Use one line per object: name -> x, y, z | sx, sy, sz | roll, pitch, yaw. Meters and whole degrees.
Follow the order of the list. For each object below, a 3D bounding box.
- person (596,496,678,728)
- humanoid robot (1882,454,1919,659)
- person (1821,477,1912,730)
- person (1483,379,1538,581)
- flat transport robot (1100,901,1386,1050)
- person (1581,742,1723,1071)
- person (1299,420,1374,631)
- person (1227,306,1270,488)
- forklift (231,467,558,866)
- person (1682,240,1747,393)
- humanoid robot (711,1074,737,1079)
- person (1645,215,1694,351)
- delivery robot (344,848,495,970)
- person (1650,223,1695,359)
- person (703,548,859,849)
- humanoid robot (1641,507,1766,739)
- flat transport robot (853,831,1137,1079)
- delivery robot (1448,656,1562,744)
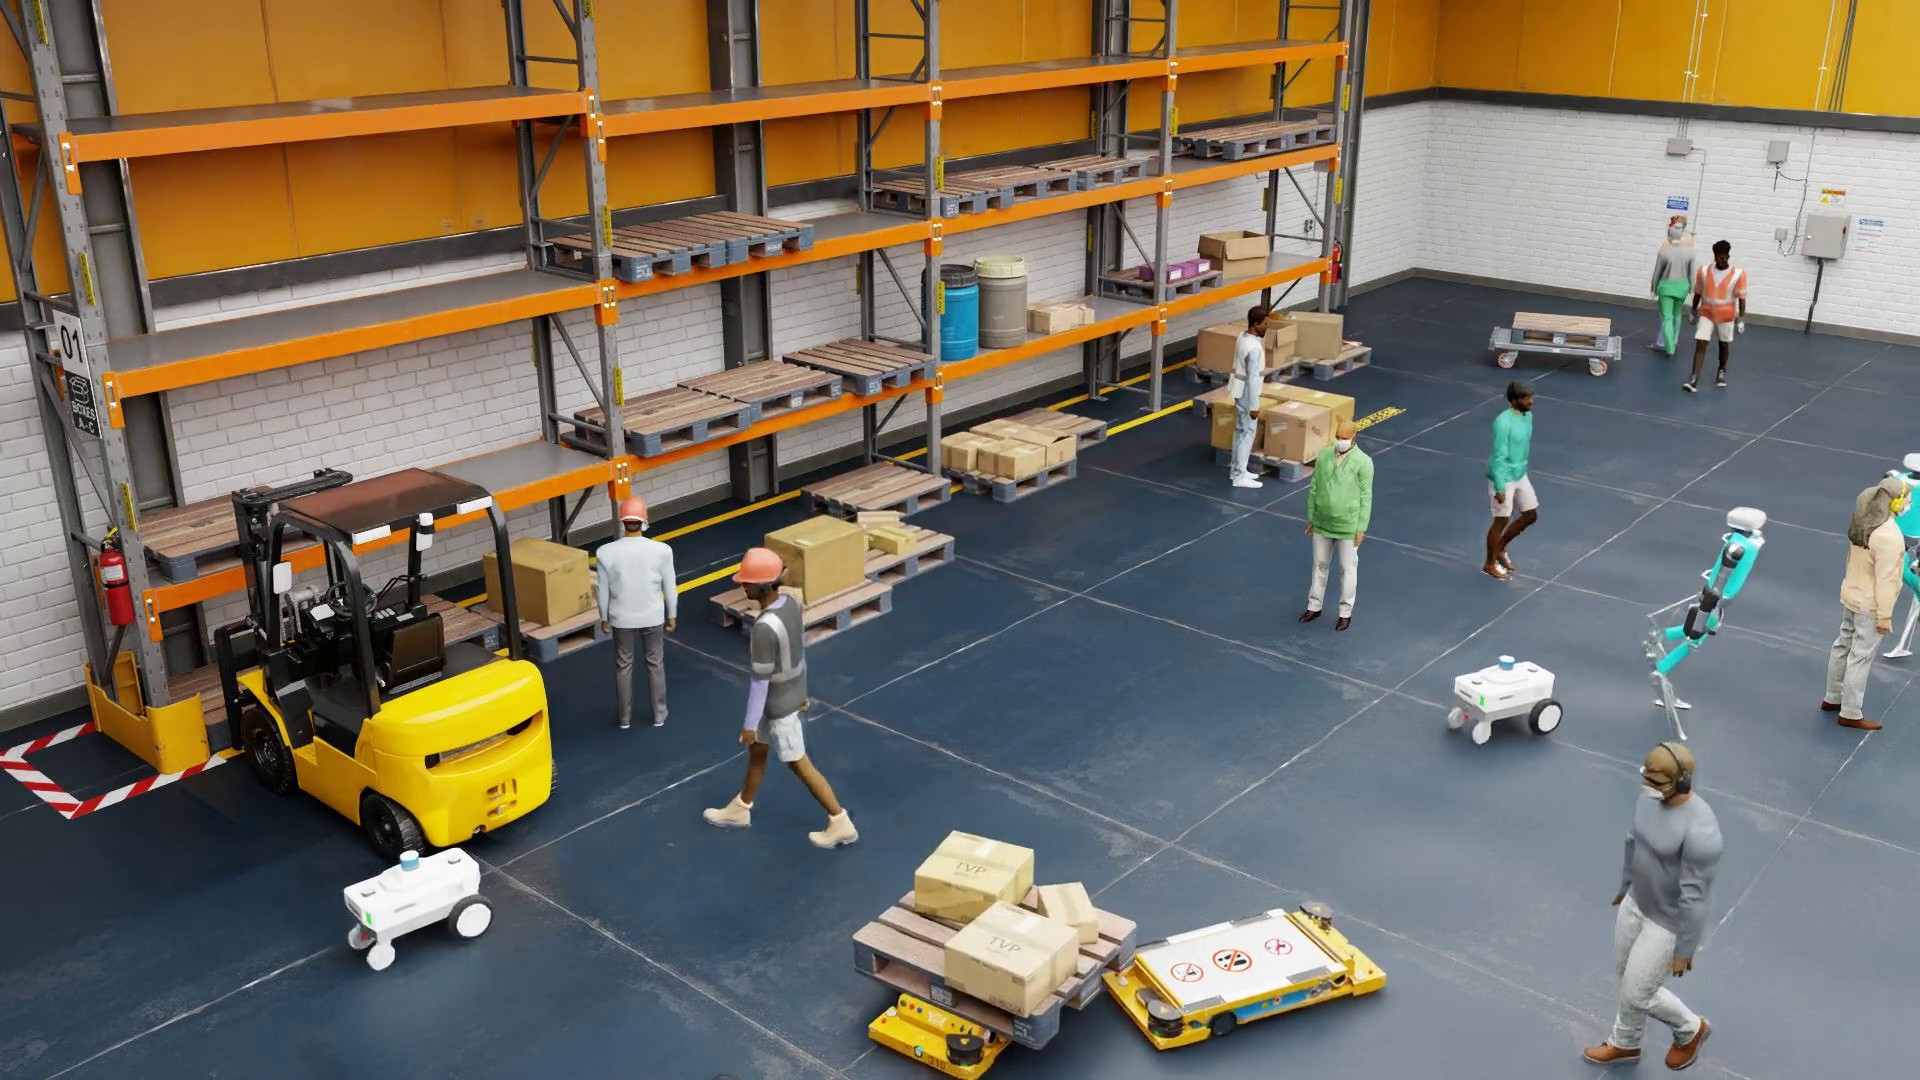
person -> -2.324, 0.522, 12.011 | 0.573, 1.740, 0.350 | -4, 21, -10
humanoid robot -> 7.529, 0.208, 13.008 | 0.773, 1.875, 0.530 | -7, 21, -19
person -> 6.551, 0.446, 12.028 | 0.409, 1.876, 0.552 | 1, 20, 4
person -> 4.868, -0.529, 14.725 | 0.524, 1.831, 0.474 | -16, 26, -37
flat transport robot -> 1.554, 2.374, 9.119 | 1.431, 0.231, 0.659 | -9, 22, -22
person -> 3.474, 1.848, 8.177 | 0.530, 1.911, 0.696 | -2, 20, -6
person -> 3.113, -0.136, 13.735 | 0.536, 1.784, 0.383 | 13, 24, 32
person -> 2.975, -1.482, 17.207 | 0.400, 1.909, 0.598 | -1, 20, -3
forklift -> -3.730, 0.710, 10.856 | 2.313, 2.155, 1.214 | 17, 26, 38
person -> 9.462, -2.800, 20.784 | 0.692, 1.900, 1.031 | 15, 25, 35
humanoid robot -> -0.872, 2.678, 6.365 | 0.608, 1.632, 0.811 | -10, 23, -26
person -> 9.765, -3.508, 22.780 | 0.568, 1.842, 0.373 | -12, 23, -30
delivery robot -> -3.112, 2.070, 9.551 | 0.813, 0.609, 0.499 | -17, 26, -39
person -> 9.655, -3.419, 22.589 | 0.554, 1.802, 0.929 | 1, 20, 3
person -> -1.124, 0.993, 10.400 | 1.064, 1.988, 0.624 | 3, 20, 8
humanoid robot -> 5.224, 0.563, 11.939 | 0.805, 1.781, 0.533 | 17, 26, 39
flat transport robot -> 0.190, 2.396, 9.059 | 0.659, 0.231, 1.431 | 14, 24, 33
delivery robot -> 3.951, 1.121, 12.070 | 0.747, 0.572, 0.499 | -9, 22, -23
